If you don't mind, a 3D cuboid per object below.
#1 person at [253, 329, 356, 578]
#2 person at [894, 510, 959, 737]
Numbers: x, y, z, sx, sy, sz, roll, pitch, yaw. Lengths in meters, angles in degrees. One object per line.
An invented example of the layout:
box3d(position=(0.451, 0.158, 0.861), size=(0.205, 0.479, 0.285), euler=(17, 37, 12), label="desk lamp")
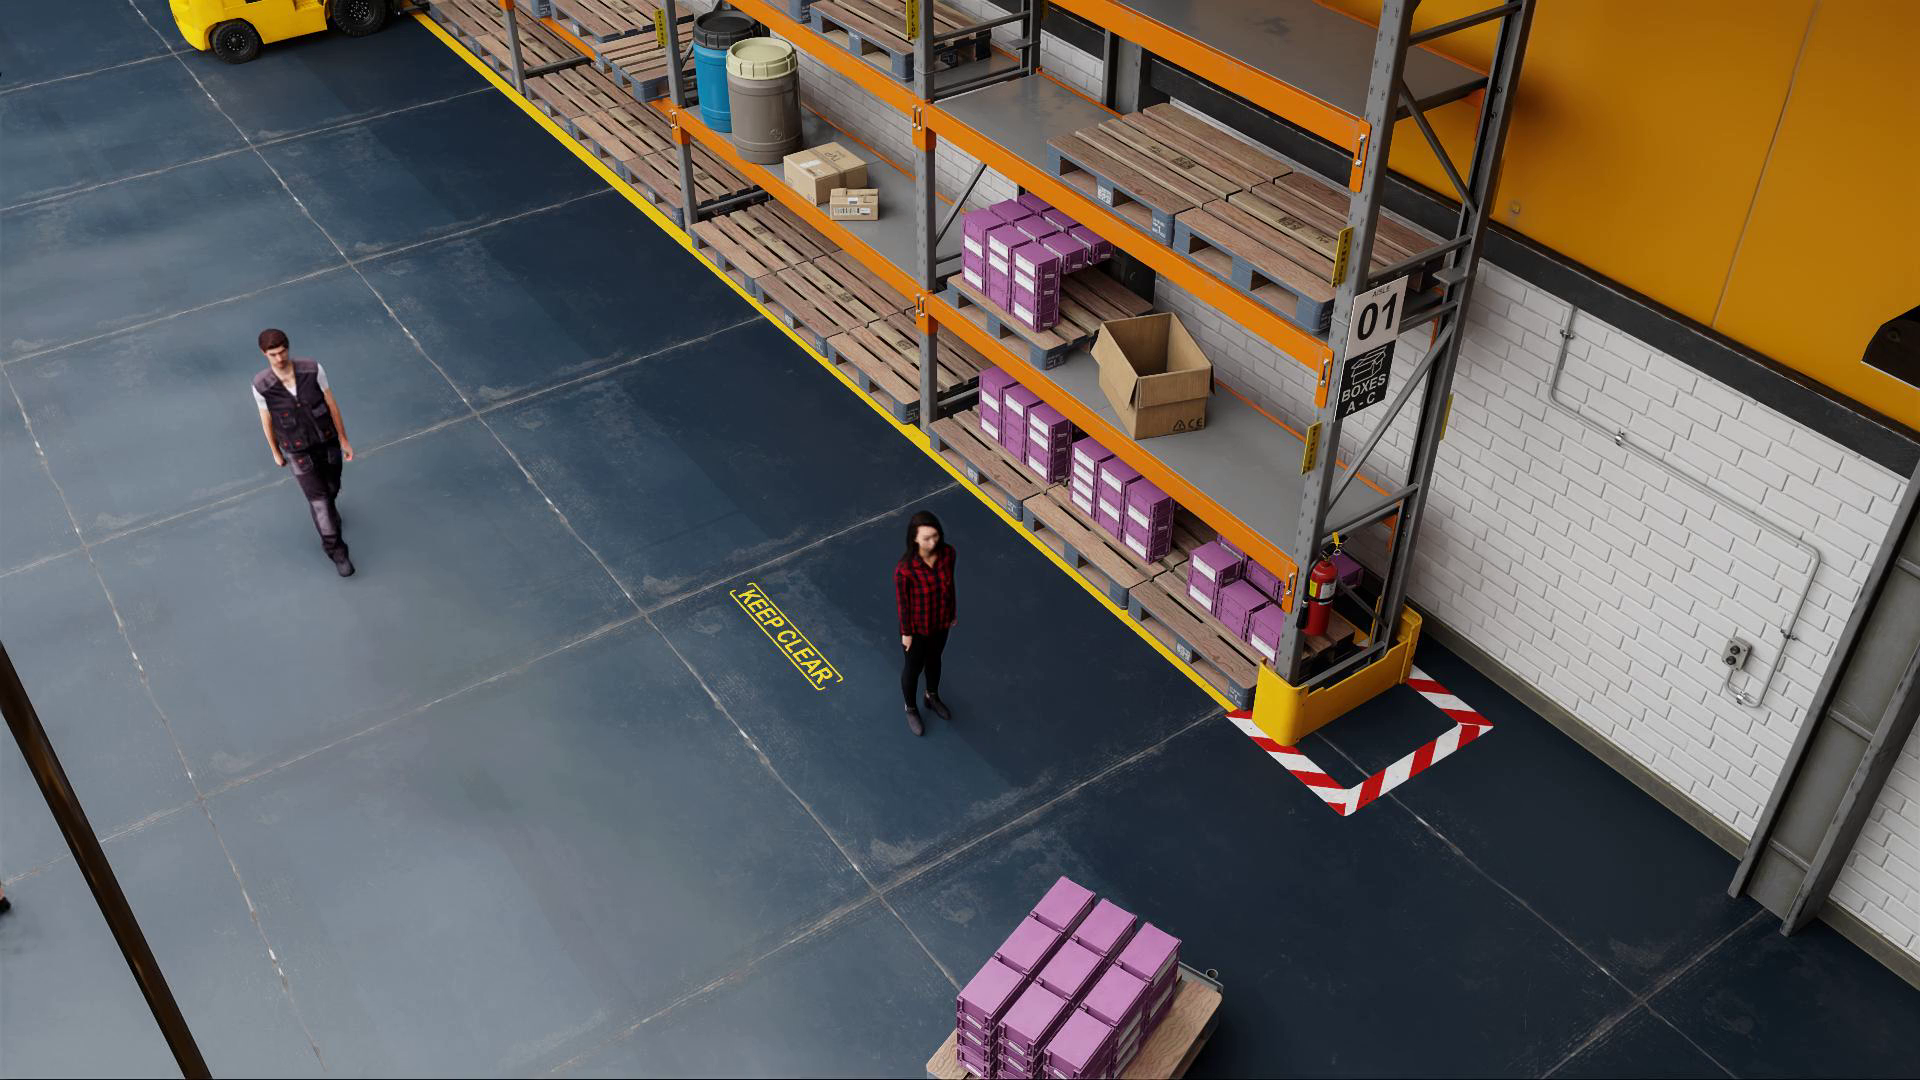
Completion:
box3d(position=(-4.551, -0.712, 11.613), size=(0.650, 1.813, 1.147), euler=(-25, 45, -28), label="person")
box3d(position=(-0.228, 0.487, 10.235), size=(0.590, 1.658, 0.514), euler=(-26, 46, -29), label="person")
